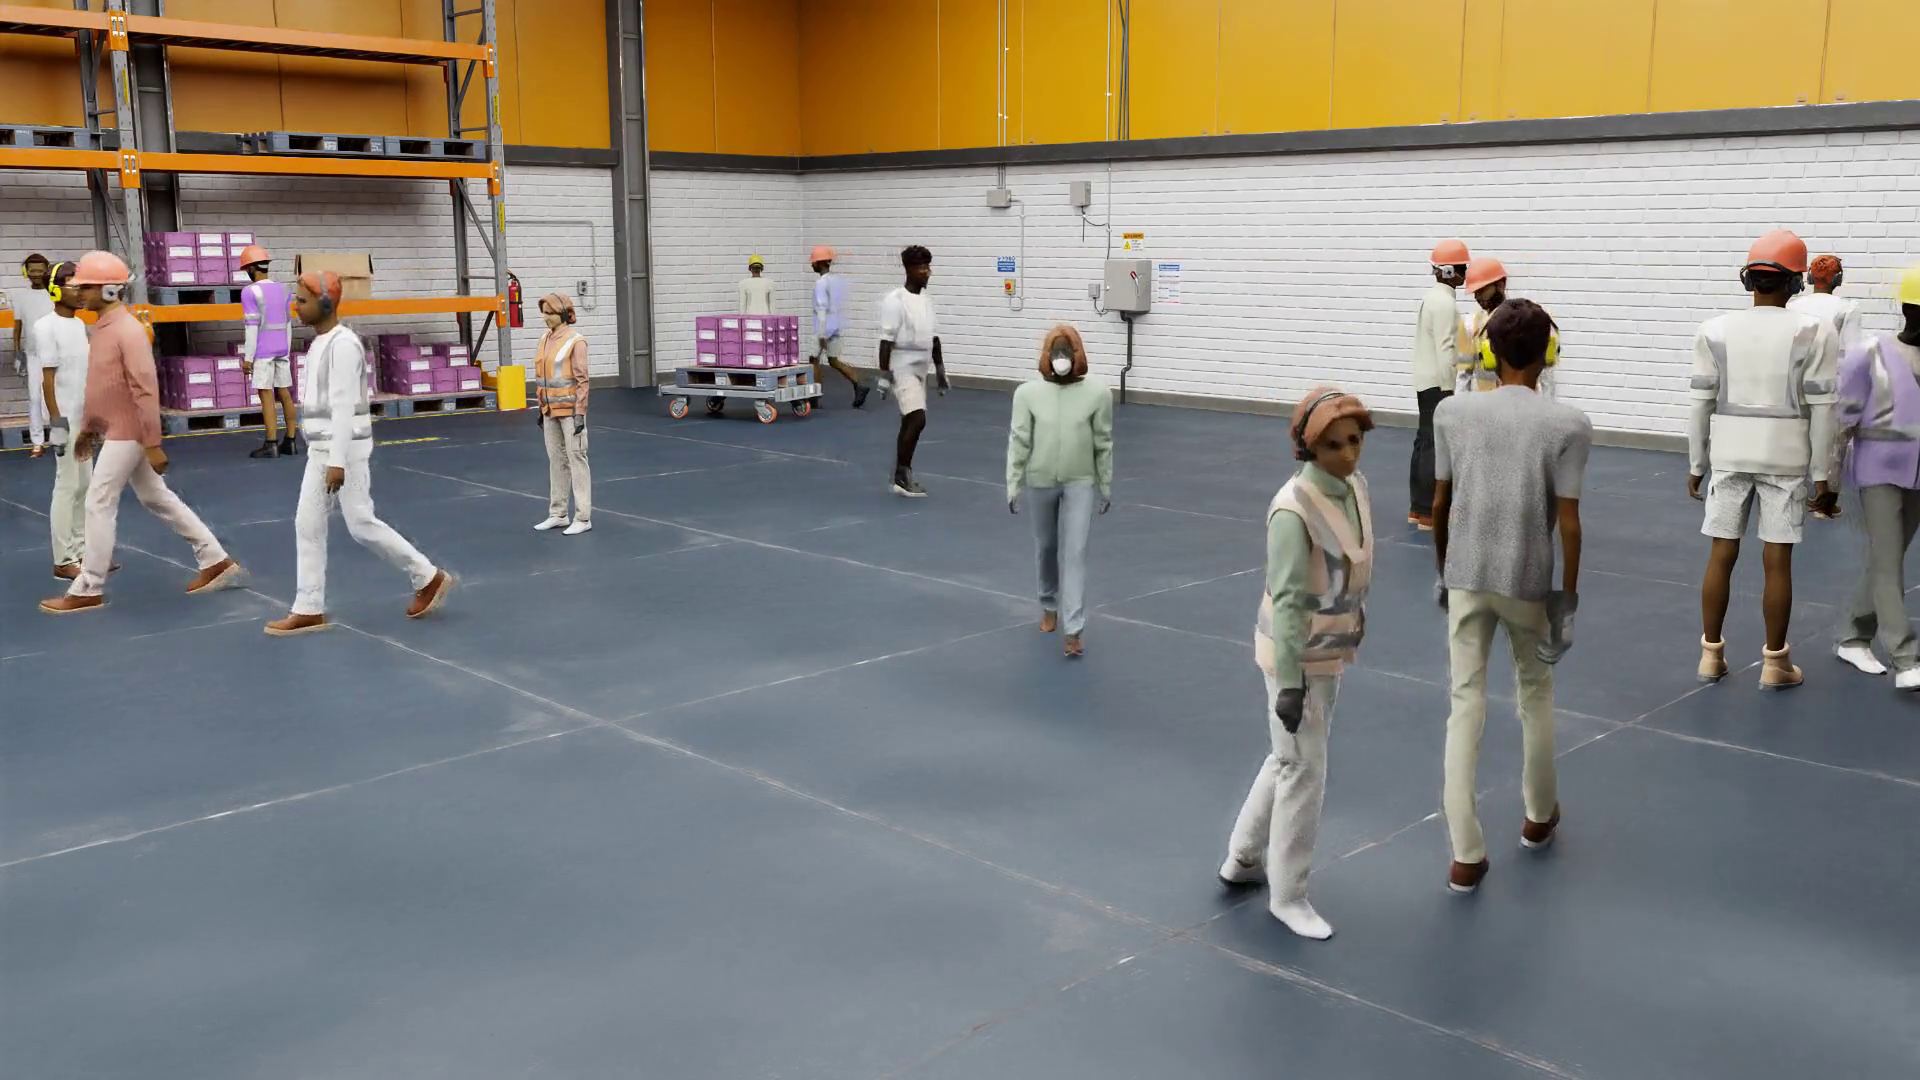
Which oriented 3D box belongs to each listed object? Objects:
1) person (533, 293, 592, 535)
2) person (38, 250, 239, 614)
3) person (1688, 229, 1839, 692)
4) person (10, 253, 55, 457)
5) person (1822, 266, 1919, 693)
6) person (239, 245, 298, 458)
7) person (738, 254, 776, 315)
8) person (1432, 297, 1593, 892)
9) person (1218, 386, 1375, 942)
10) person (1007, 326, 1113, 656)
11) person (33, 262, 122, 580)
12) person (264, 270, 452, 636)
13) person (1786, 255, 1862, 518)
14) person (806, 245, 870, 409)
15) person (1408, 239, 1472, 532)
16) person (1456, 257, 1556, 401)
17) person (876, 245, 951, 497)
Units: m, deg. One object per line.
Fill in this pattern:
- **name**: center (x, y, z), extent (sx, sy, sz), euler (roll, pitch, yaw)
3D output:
- **person**: center (-2.700, -0.855, 11.308), extent (0.513, 1.637, 0.309), euler (9, 14, 40)
- **person**: center (-4.515, -0.600, 9.108), extent (1.024, 1.951, 0.613), euler (-7, 13, -34)
- **person**: center (3.572, -0.349, 7.436), extent (0.605, 2.045, 0.378), euler (8, 13, 38)
- **person**: center (-8.378, -1.684, 15.229), extent (0.518, 1.860, 0.321), euler (-4, 11, -19)
- **person**: center (4.242, -0.261, 7.374), extent (0.602, 1.881, 0.945), euler (-1, 10, -7)
- **person**: center (-6.328, -1.706, 15.156), extent (0.374, 1.928, 0.543), euler (4, 11, 21)
- **person**: center (-2.748, -2.977, 22.531), extent (0.530, 1.768, 0.312), euler (-4, 11, -23)
- **person**: center (1.756, 0.150, 5.329), extent (0.483, 1.826, 0.879), euler (5, 12, 26)
- **person**: center (0.960, 0.347, 4.829), extent (0.487, 1.609, 0.567), euler (6, 12, 31)
- **person**: center (0.490, -0.262, 8.217), extent (0.513, 1.586, 0.837), euler (2, 11, 9)
- **person**: center (-5.234, -0.699, 9.824), extent (0.309, 1.868, 0.535), euler (-1, 10, -5)
- **person**: center (-3.113, -0.452, 8.526), extent (0.886, 1.858, 0.578), euler (-8, 13, -37)
- **person**: center (6.169, -1.102, 11.989), extent (0.572, 1.883, 0.356), euler (10, 14, 43)
- **person**: center (-1.504, -2.463, 19.319), extent (0.840, 1.916, 0.547), euler (4, 11, 22)
- **person**: center (3.317, -1.066, 11.481), extent (0.386, 1.996, 0.610), euler (1, 10, 6)
- **person**: center (3.436, -0.832, 10.501), extent (0.600, 1.886, 0.661), euler (8, 13, 37)
- **person**: center (-0.334, -1.296, 12.866), extent (0.594, 1.942, 0.624), euler (6, 12, 29)
